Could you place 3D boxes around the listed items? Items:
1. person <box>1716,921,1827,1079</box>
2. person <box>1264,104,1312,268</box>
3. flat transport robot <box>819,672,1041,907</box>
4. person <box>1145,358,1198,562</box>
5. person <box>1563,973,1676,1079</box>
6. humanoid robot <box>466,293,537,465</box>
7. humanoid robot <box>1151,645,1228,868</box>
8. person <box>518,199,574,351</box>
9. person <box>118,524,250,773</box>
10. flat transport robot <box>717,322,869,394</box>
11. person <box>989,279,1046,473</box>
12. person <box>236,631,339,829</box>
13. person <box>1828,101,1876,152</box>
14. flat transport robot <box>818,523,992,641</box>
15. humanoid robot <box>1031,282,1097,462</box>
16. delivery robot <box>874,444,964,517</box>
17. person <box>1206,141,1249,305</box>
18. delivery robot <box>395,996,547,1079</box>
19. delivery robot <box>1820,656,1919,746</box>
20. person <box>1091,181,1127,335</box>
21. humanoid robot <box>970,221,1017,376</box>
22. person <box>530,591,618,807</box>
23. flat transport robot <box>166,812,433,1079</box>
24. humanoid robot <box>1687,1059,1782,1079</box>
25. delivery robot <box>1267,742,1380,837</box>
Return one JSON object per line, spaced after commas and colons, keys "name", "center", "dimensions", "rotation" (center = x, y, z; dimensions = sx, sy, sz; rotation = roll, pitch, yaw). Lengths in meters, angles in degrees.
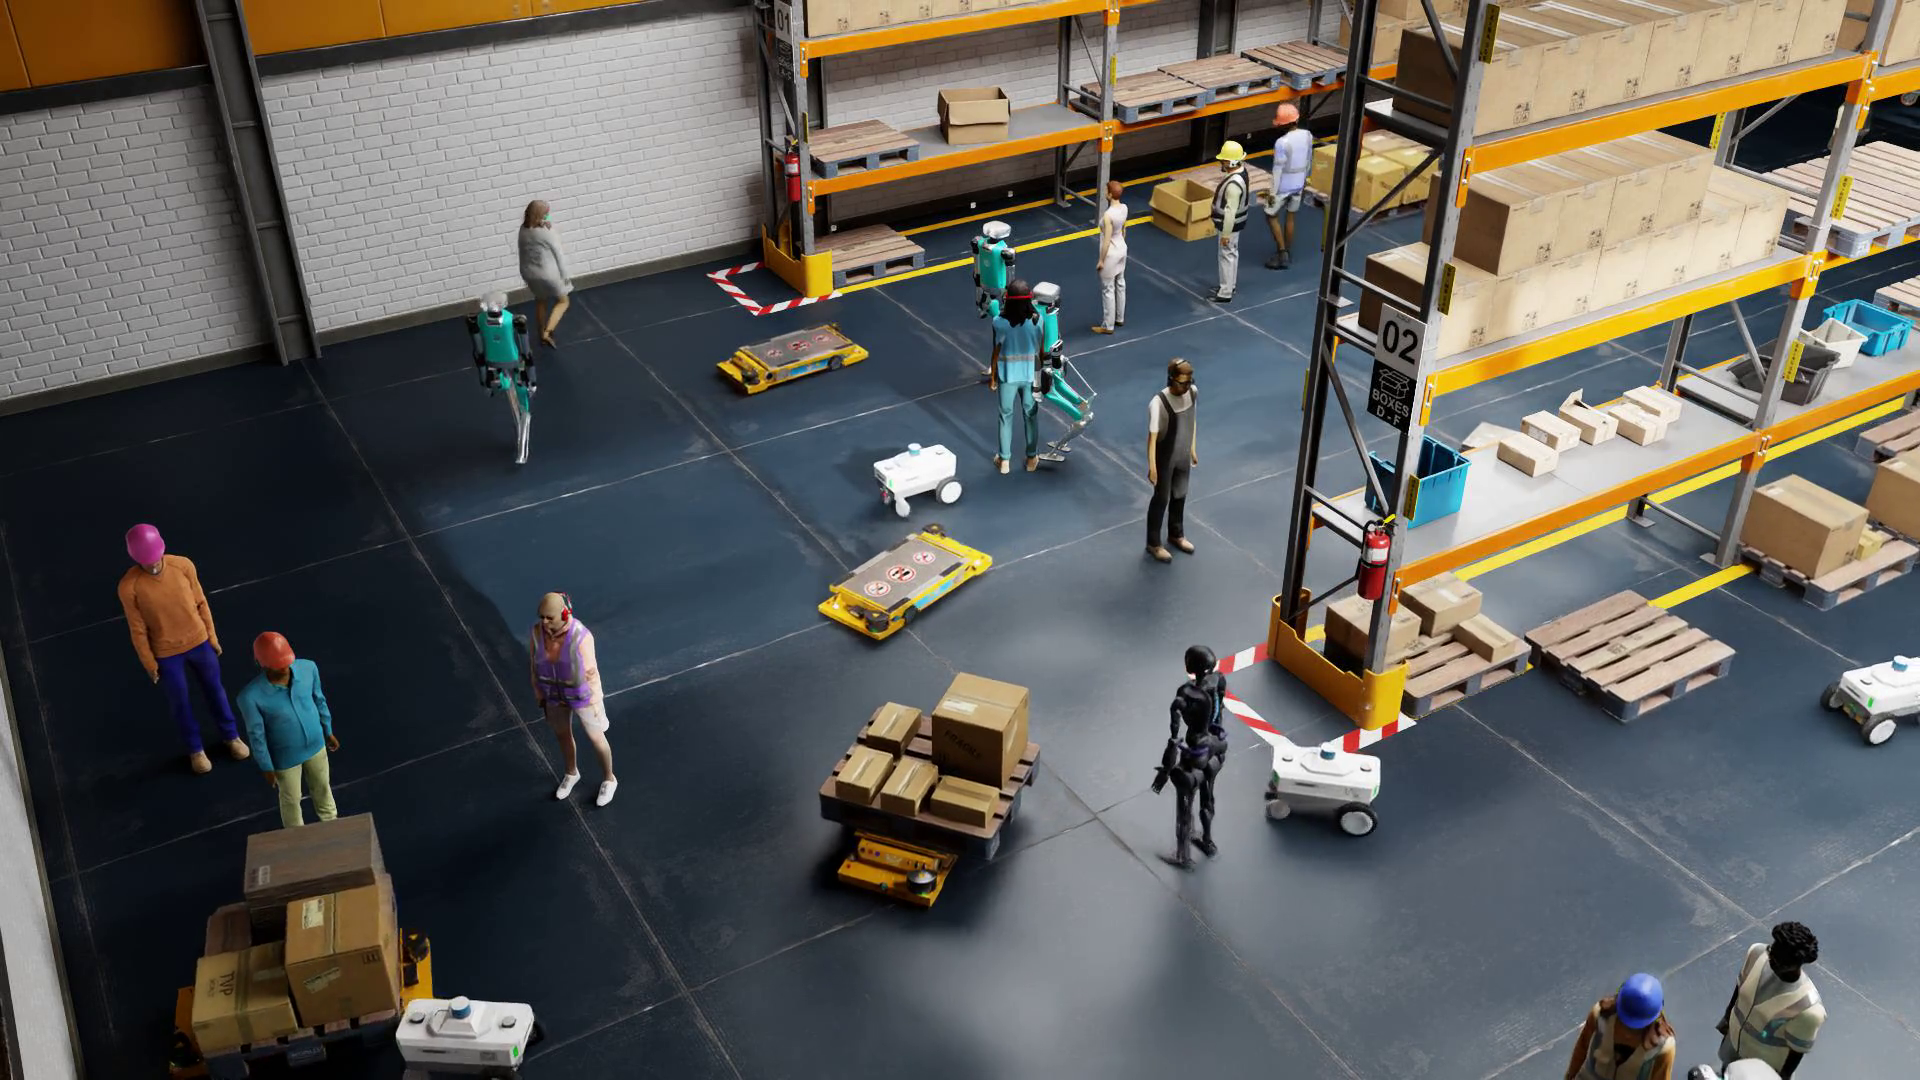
{"name": "person", "center": [4.123, 2.612, 8.576], "dimensions": [0.320, 1.693, 0.532], "rotation": [-8, 33, -12]}
{"name": "person", "center": [3.792, -4.049, 19.011], "dimensions": [0.685, 1.902, 0.421], "rotation": [-17, 36, -25]}
{"name": "flat transport robot", "center": [-0.225, 1.845, 11.142], "dimensions": [0.659, 0.231, 1.431], "rotation": [12, 34, 18]}
{"name": "person", "center": [1.745, -0.672, 13.685], "dimensions": [0.514, 1.835, 0.356], "rotation": [-23, 39, -32]}
{"name": "person", "center": [3.178, 2.820, 8.197], "dimensions": [0.475, 1.735, 0.856], "rotation": [19, 37, 28]}
{"name": "humanoid robot", "center": [-4.071, -1.528, 15.124], "dimensions": [0.541, 1.722, 0.992], "rotation": [-1, 32, -2]}
{"name": "humanoid robot", "center": [1.485, 1.371, 10.568], "dimensions": [0.319, 1.660, 0.595], "rotation": [28, 41, 36]}
{"name": "person", "center": [-4.301, -2.700, 17.087], "dimensions": [0.544, 1.642, 0.508], "rotation": [9, 33, 15]}
{"name": "person", "center": [-5.326, 0.724, 11.335], "dimensions": [0.515, 1.972, 0.404], "rotation": [-25, 40, -34]}
{"name": "flat transport robot", "center": [-1.714, -1.876, 17.076], "dimensions": [1.431, 0.231, 0.659], "rotation": [-21, 38, -29]}
{"name": "person", "center": [0.522, -1.457, 14.905], "dimensions": [0.520, 1.866, 0.392], "rotation": [-3, 32, -5]}
{"name": "person", "center": [-4.222, 1.314, 10.590], "dimensions": [0.323, 1.751, 0.559], "rotation": [20, 37, 28]}
{"name": "person", "center": [10.682, -4.687, 20.071], "dimensions": [0.569, 1.849, 0.385], "rotation": [-17, 36, -26]}
{"name": "flat transport robot", "center": [-0.433, 0.326, 13.564], "dimensions": [0.659, 0.231, 1.431], "rotation": [23, 39, 32]}
{"name": "humanoid robot", "center": [0.950, -1.467, 14.920], "dimensions": [0.735, 1.673, 0.533], "rotation": [16, 35, 24]}
{"name": "delivery robot", "center": [-0.364, -0.569, 14.736], "dimensions": [0.781, 0.610, 0.515], "rotation": [-18, 36, -26]}
{"name": "person", "center": [2.926, -3.460, 18.144], "dimensions": [0.403, 1.824, 0.594], "rotation": [9, 33, 13]}
{"name": "delivery robot", "center": [-2.739, 2.813, 9.339], "dimensions": [0.794, 0.606, 0.499], "rotation": [2, 32, 3]}
{"name": "delivery robot", "center": [6.737, 1.103, 12.042], "dimensions": [0.756, 0.580, 0.499], "rotation": [-9, 33, -14]}
{"name": "person", "center": [1.593, -2.981, 17.527], "dimensions": [0.271, 1.658, 0.464], "rotation": [20, 37, 29]}
{"name": "humanoid robot", "center": [0.486, -2.383, 16.380], "dimensions": [0.533, 1.674, 0.735], "rotation": [27, 41, 36]}
{"name": "person", "center": [-2.596, 1.047, 11.082], "dimensions": [0.486, 1.685, 0.355], "rotation": [7, 33, 12]}
{"name": "flat transport robot", "center": [-3.852, 2.705, 9.770], "dimensions": [1.431, 0.231, 0.659], "rotation": [-9, 33, -15]}
{"name": "humanoid robot", "center": [3.677, 3.068, 7.844], "dimensions": [0.681, 1.831, 0.534], "rotation": [-13, 34, -19]}
{"name": "delivery robot", "center": [2.469, 1.621, 11.208], "dimensions": [0.747, 0.572, 0.499], "rotation": [6, 33, 10]}
